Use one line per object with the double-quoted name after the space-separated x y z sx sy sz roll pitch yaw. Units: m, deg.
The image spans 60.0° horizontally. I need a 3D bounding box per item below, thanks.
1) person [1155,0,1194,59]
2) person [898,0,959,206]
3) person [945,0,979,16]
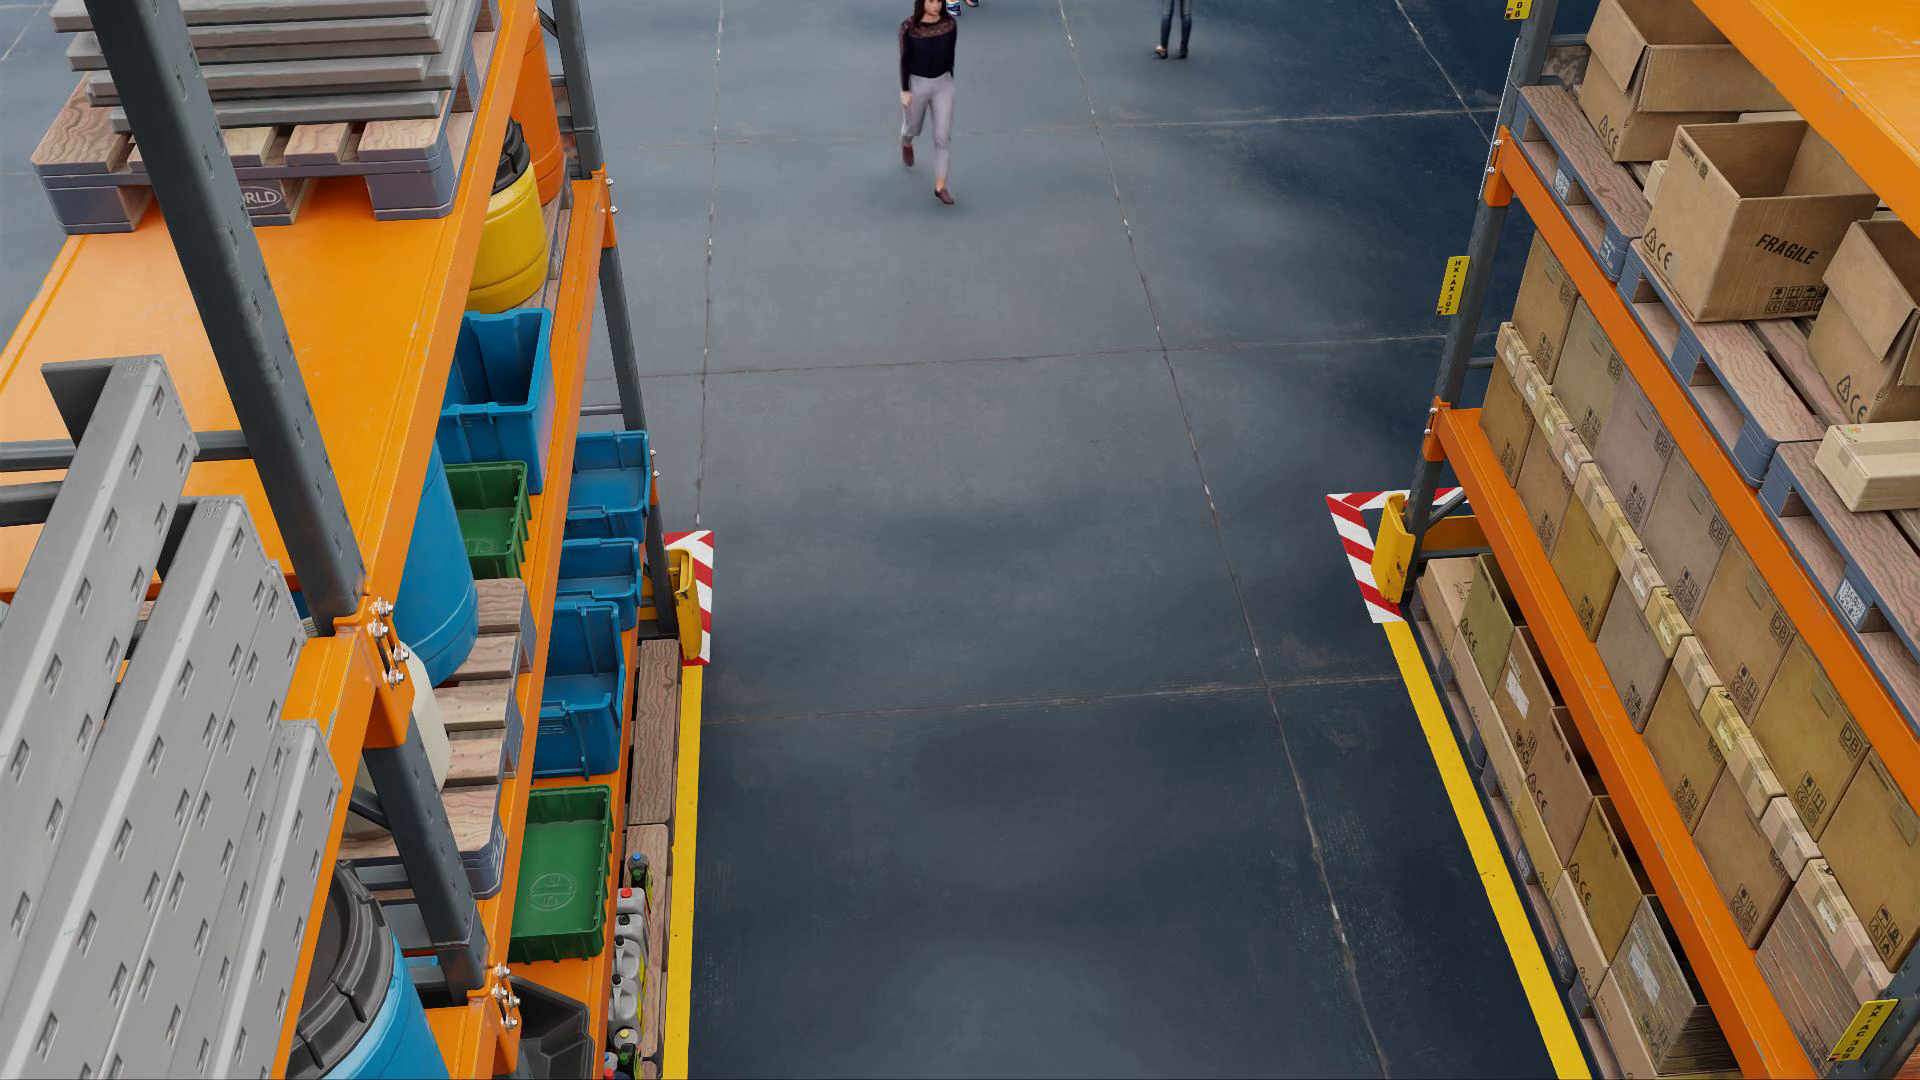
1.793 -4.595 13.613 0.487 1.307 0.488 0 42 0 "person"
-0.256 -3.235 11.909 0.741 1.584 1.061 -12 44 -13 "person"
-0.017 -5.421 14.105 0.705 1.868 0.741 -32 51 -30 "person"
